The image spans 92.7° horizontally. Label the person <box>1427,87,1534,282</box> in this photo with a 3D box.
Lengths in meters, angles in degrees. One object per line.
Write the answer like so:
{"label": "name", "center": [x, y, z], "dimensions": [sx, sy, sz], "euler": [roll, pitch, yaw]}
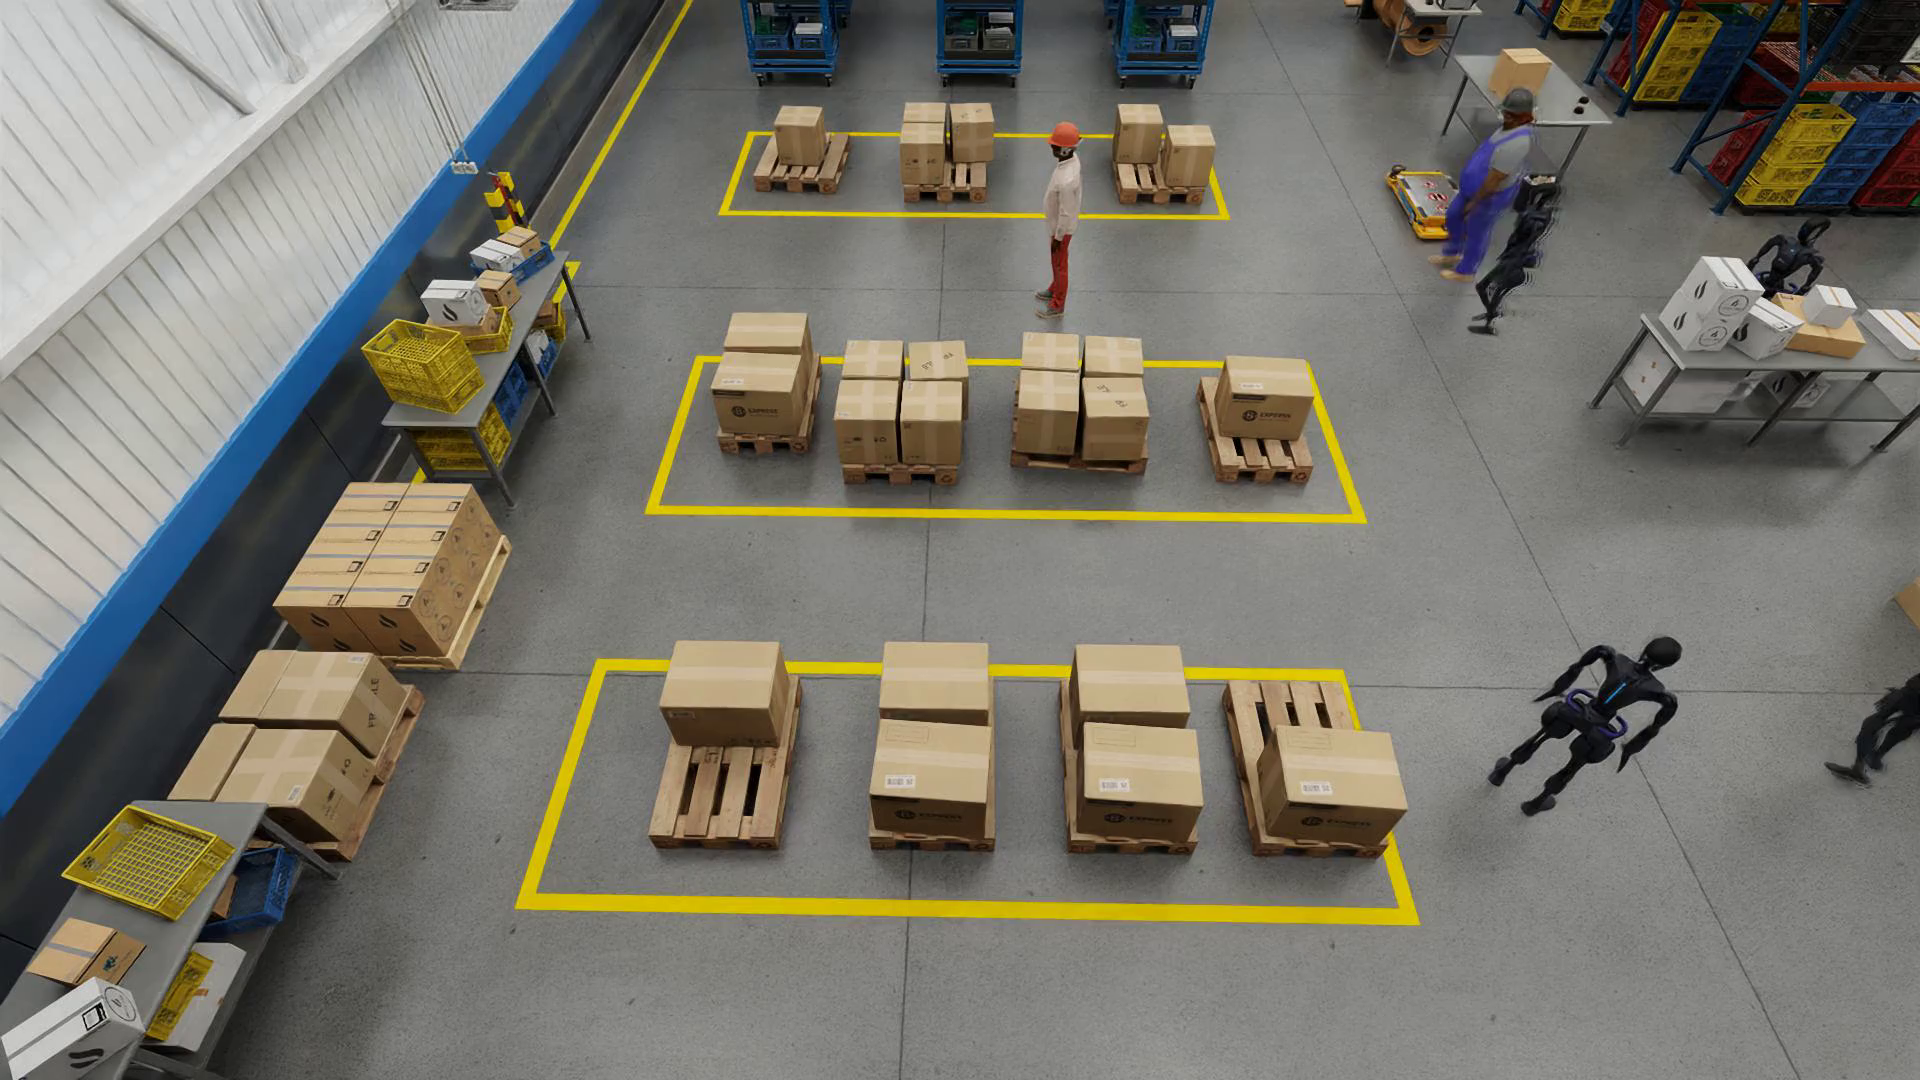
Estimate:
{"label": "person", "center": [5.433, -3.666, 9.536], "dimensions": [0.600, 2.000, 0.699], "euler": [11, 50, 9]}

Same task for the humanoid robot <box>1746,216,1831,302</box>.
{"label": "humanoid robot", "center": [7.469, -2.247, 8.537], "dimensions": [0.327, 1.657, 0.591], "euler": [-17, 51, -14]}

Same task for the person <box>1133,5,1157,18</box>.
{"label": "person", "center": [2.716, -8.018, 13.487], "dimensions": [0.415, 1.761, 0.538], "euler": [-15, 51, -12]}

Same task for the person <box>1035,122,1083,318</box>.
{"label": "person", "center": [0.988, -3.152, 9.121], "dimensions": [0.378, 1.994, 0.615], "euler": [4, 49, 3]}

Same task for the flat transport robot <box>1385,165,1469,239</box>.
{"label": "flat transport robot", "center": [5.692, -4.094, 11.059], "dimensions": [0.652, 0.197, 1.431], "euler": [1, 49, 1]}

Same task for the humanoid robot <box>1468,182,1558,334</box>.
{"label": "humanoid robot", "center": [5.384, -2.735, 8.974], "dimensions": [0.424, 1.646, 0.602], "euler": [8, 50, 7]}

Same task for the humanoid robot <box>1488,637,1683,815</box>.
{"label": "humanoid robot", "center": [3.848, 1.130, 5.626], "dimensions": [0.366, 1.646, 0.593], "euler": [-26, 54, -21]}

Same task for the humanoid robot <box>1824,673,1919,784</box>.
{"label": "humanoid robot", "center": [6.227, 1.002, 5.744], "dimensions": [0.655, 1.635, 0.450], "euler": [-1, 49, -1]}
